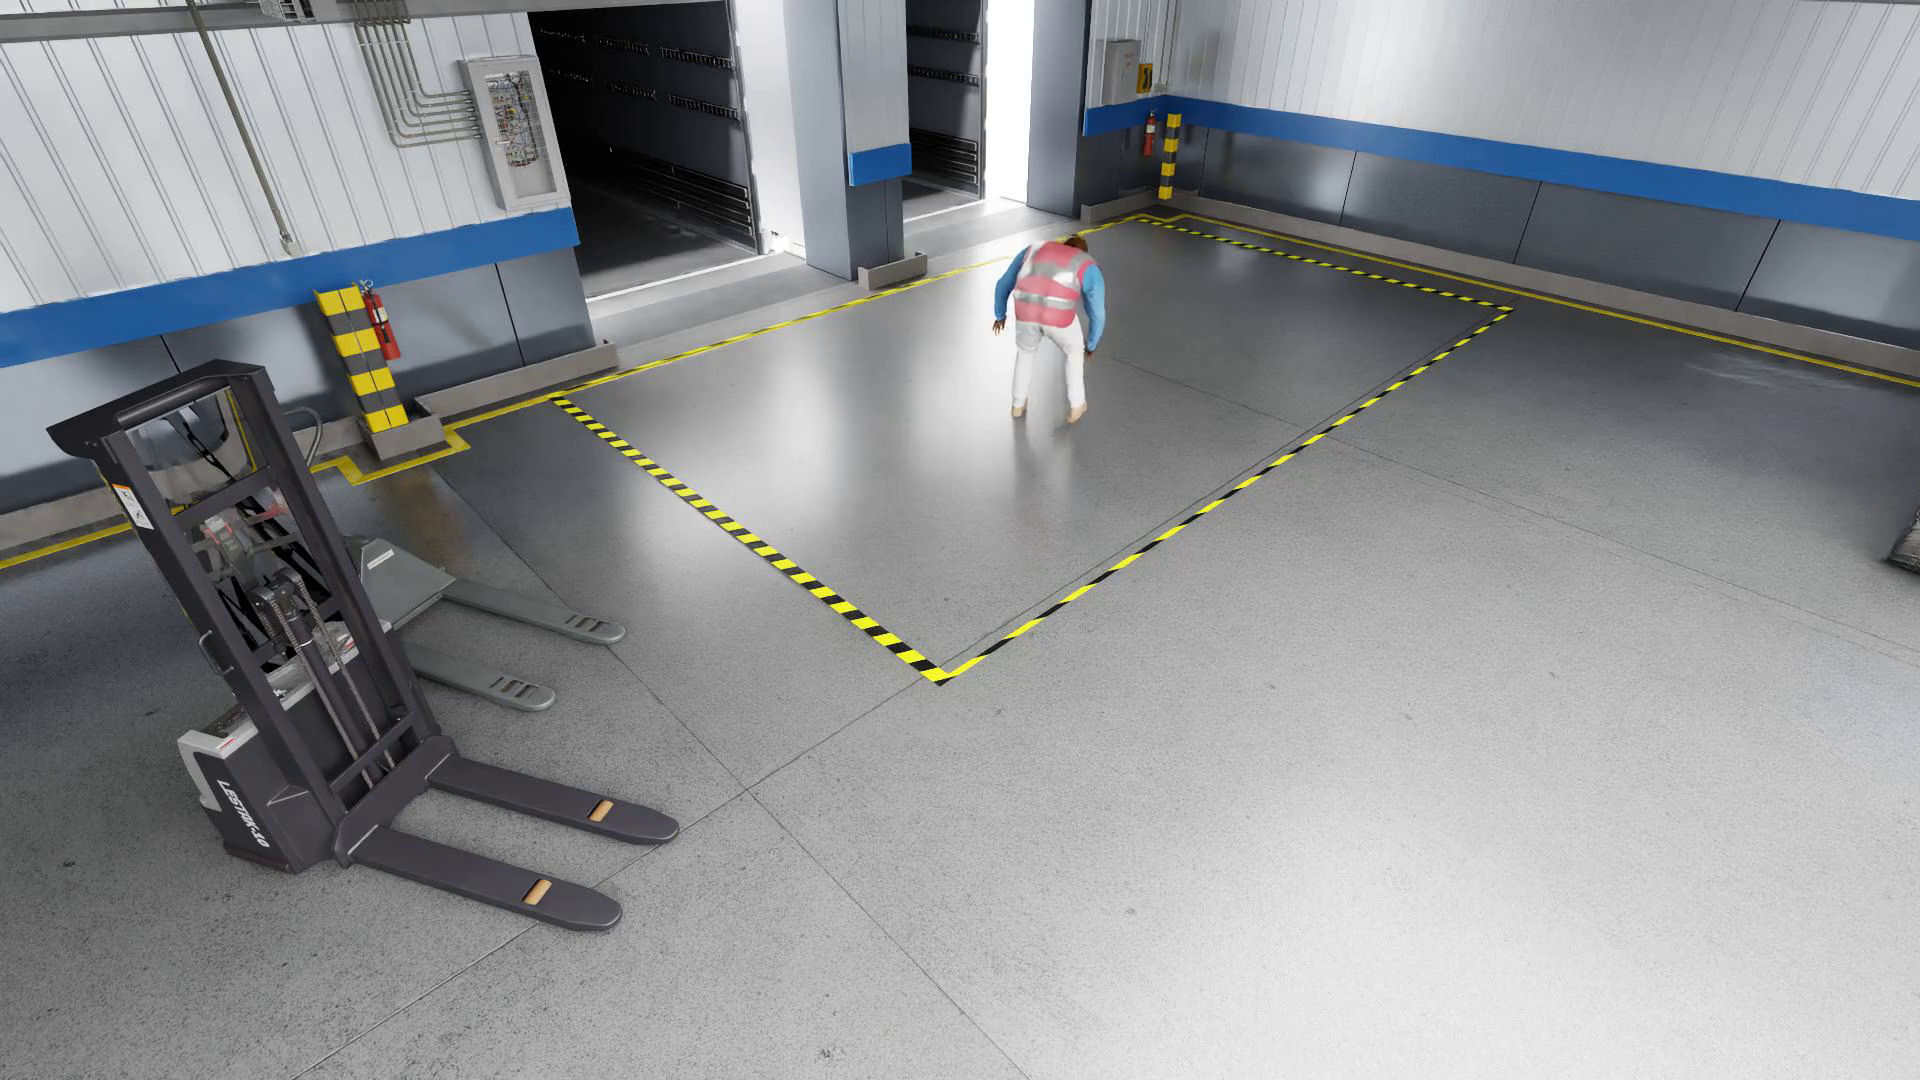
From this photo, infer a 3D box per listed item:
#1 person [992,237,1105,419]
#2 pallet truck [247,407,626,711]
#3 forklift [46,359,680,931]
[{"bbox_3d":[0.662,-1.602,6.967,0.886,1.299,0.923,12,36,17],"label":"person"},{"bbox_3d":[-2.628,0.038,4.590,1.601,1.201,0.680,12,36,18],"label":"pallet truck"},{"bbox_3d":[-2.135,0.422,3.354,1.885,1.965,0.823,10,35,14],"label":"forklift"}]
